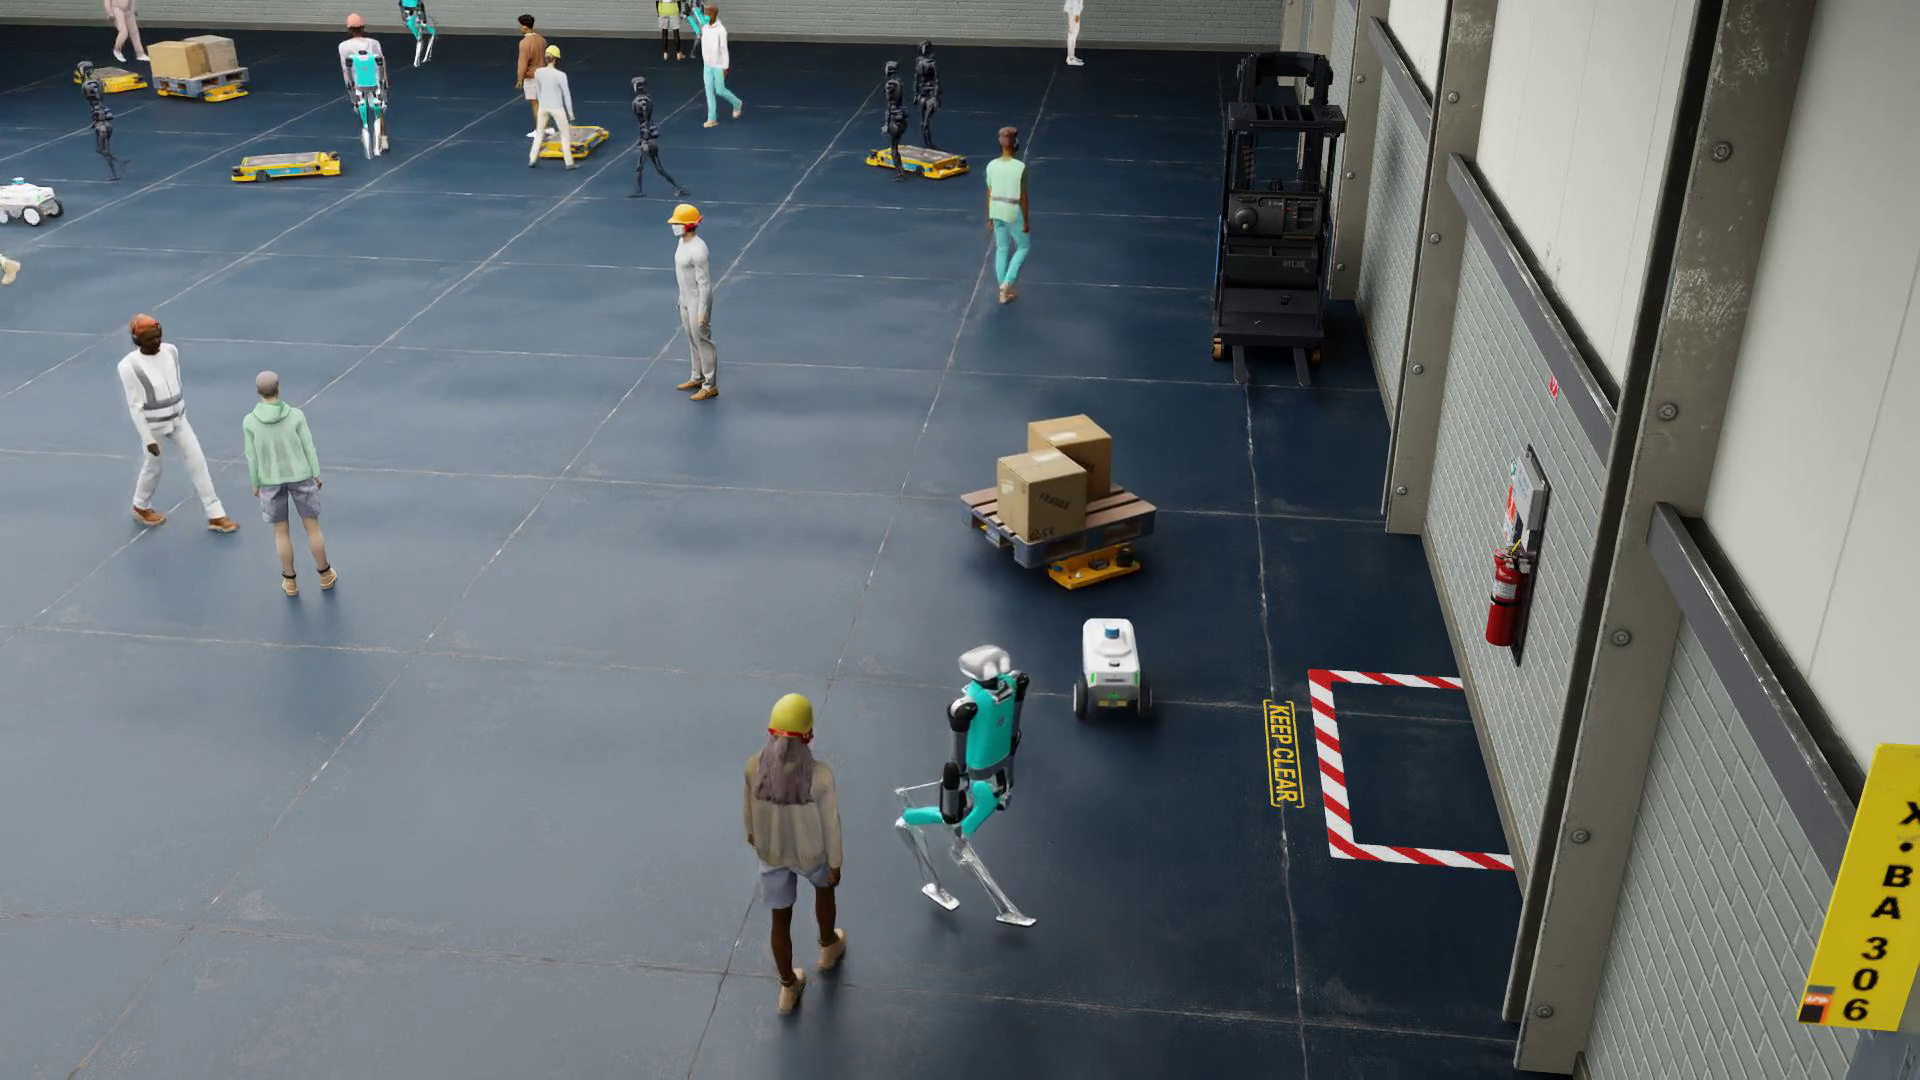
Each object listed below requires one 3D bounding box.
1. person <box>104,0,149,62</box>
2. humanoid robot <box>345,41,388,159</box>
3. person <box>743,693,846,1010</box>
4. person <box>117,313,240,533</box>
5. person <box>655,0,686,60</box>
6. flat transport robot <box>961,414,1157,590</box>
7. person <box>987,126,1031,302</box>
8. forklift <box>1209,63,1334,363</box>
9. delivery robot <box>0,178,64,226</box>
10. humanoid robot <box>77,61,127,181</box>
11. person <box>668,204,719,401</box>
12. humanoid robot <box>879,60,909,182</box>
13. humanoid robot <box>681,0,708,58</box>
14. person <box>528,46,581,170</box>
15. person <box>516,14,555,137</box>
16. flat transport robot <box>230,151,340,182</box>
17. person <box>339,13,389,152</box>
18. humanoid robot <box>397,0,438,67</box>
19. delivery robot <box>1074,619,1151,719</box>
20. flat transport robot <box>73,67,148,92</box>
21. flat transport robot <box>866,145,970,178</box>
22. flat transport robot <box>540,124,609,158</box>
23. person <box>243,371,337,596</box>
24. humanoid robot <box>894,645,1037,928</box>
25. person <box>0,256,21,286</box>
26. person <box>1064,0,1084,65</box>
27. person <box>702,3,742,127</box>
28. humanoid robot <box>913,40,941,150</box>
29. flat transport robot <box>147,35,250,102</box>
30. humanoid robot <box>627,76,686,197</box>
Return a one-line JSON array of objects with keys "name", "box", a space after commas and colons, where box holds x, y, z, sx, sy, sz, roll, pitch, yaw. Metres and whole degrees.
[{"name": "person", "box": [-15.678, -9.884, 31.074, 0.507, 1.879, 0.697, 8, 28, 16]}, {"name": "humanoid robot", "box": [-8.652, -6.406, 24.398, 0.546, 1.859, 0.787, -9, 28, -17]}, {"name": "person", "box": [-0.834, 1.519, 8.470, 0.556, 1.737, 0.726, 4, 27, 7]}, {"name": "person", "box": [-6.367, -0.934, 13.246, 0.945, 1.848, 0.574, 12, 29, 22]}, {"name": "person", "box": [-5.484, -9.931, 31.366, 0.534, 1.698, 0.322, 5, 27, 10]}, {"name": "flat transport robot", "box": [0.747, -0.033, 13.204, 0.659, 0.231, 1.431, -15, 30, -27]}, {"name": "person", "box": [0.542, -3.581, 18.392, 0.508, 1.969, 0.459, 14, 30, 26]}, {"name": "forklift", "box": [3.241, -3.477, 17.183, 1.129, 2.768, 1.873, 3, 27, 6]}, {"name": "delivery robot", "box": [-12.141, -4.398, 21.591, 0.785, 0.587, 0.499, 4, 27, 8]}, {"name": "humanoid robot", "box": [-11.994, -5.874, 23.302, 0.404, 1.646, 0.612, -19, 32, -34]}, {"name": "person", "box": [-2.538, -2.272, 15.860, 0.368, 1.897, 0.571, -13, 30, -25]}, {"name": "humanoid robot", "box": [-0.916, -5.856, 23.259, 0.321, 1.651, 0.598, 8, 28, 16]}, {"name": "humanoid robot", "box": [-4.914, -9.966, 31.440, 0.531, 1.807, 0.805, -21, 34, -36]}, {"name": "person", "box": [-5.885, -6.157, 23.792, 0.739, 1.735, 0.514, 7, 27, 14]}, {"name": "person", "box": [-6.544, -7.172, 25.696, 0.396, 1.850, 0.779, 12, 29, 22]}, {"name": "flat transport robot", "box": [-9.643, -5.342, 23.803, 1.431, 0.231, 0.659, -8, 28, -16]}, {"name": "person", "box": [-8.871, -6.827, 24.848, 0.625, 1.996, 1.042, -15, 30, -27]}, {"name": "humanoid robot", "box": [-9.980, -9.643, 30.762, 0.555, 1.771, 0.815, 9, 28, 18]}, {"name": "delivery robot", "box": [1.010, 0.846, 11.133, 0.499, 0.596, 0.775, 0, 27, 1]}, {"name": "flat transport robot", "box": [-15.017, -8.127, 29.363, 1.431, 0.231, 0.659, 21, 34, 36]}, {"name": "flat transport robot", "box": [-0.614, -5.484, 24.086, 1.431, 0.231, 0.659, 21, 33, 35]}, {"name": "flat transport robot", "box": [-5.833, -6.040, 25.196, 0.659, 0.231, 1.431, 2, 27, 4]}, {"name": "person", "box": [-4.985, -0.413, 12.316, 0.483, 1.741, 0.314, -10, 28, -20]}, {"name": "humanoid robot", "box": [0.002, 1.306, 8.877, 0.920, 1.754, 0.544, 23, 34, 37]}, {"name": "person", "box": [-11.137, -3.681, 18.693, 0.569, 1.880, 0.524, -18, 32, -31]}, {"name": "person", "box": [2.138, -9.816, 30.947, 0.417, 1.877, 0.505, 0, 27, 0]}, {"name": "person", "box": [-3.841, -7.546, 26.391, 0.495, 1.896, 0.704, 18, 32, 32]}, {"name": "humanoid robot", "box": [-0.479, -6.617, 24.795, 0.336, 1.648, 0.608, -21, 33, -35]}, {"name": "flat transport robot", "box": [-13.028, -7.731, 28.573, 1.431, 0.231, 0.659, 12, 29, 23]}, {"name": "humanoid robot", "box": [-4.163, -5.431, 22.481, 0.790, 1.648, 0.589, -9, 28, -17]}]
